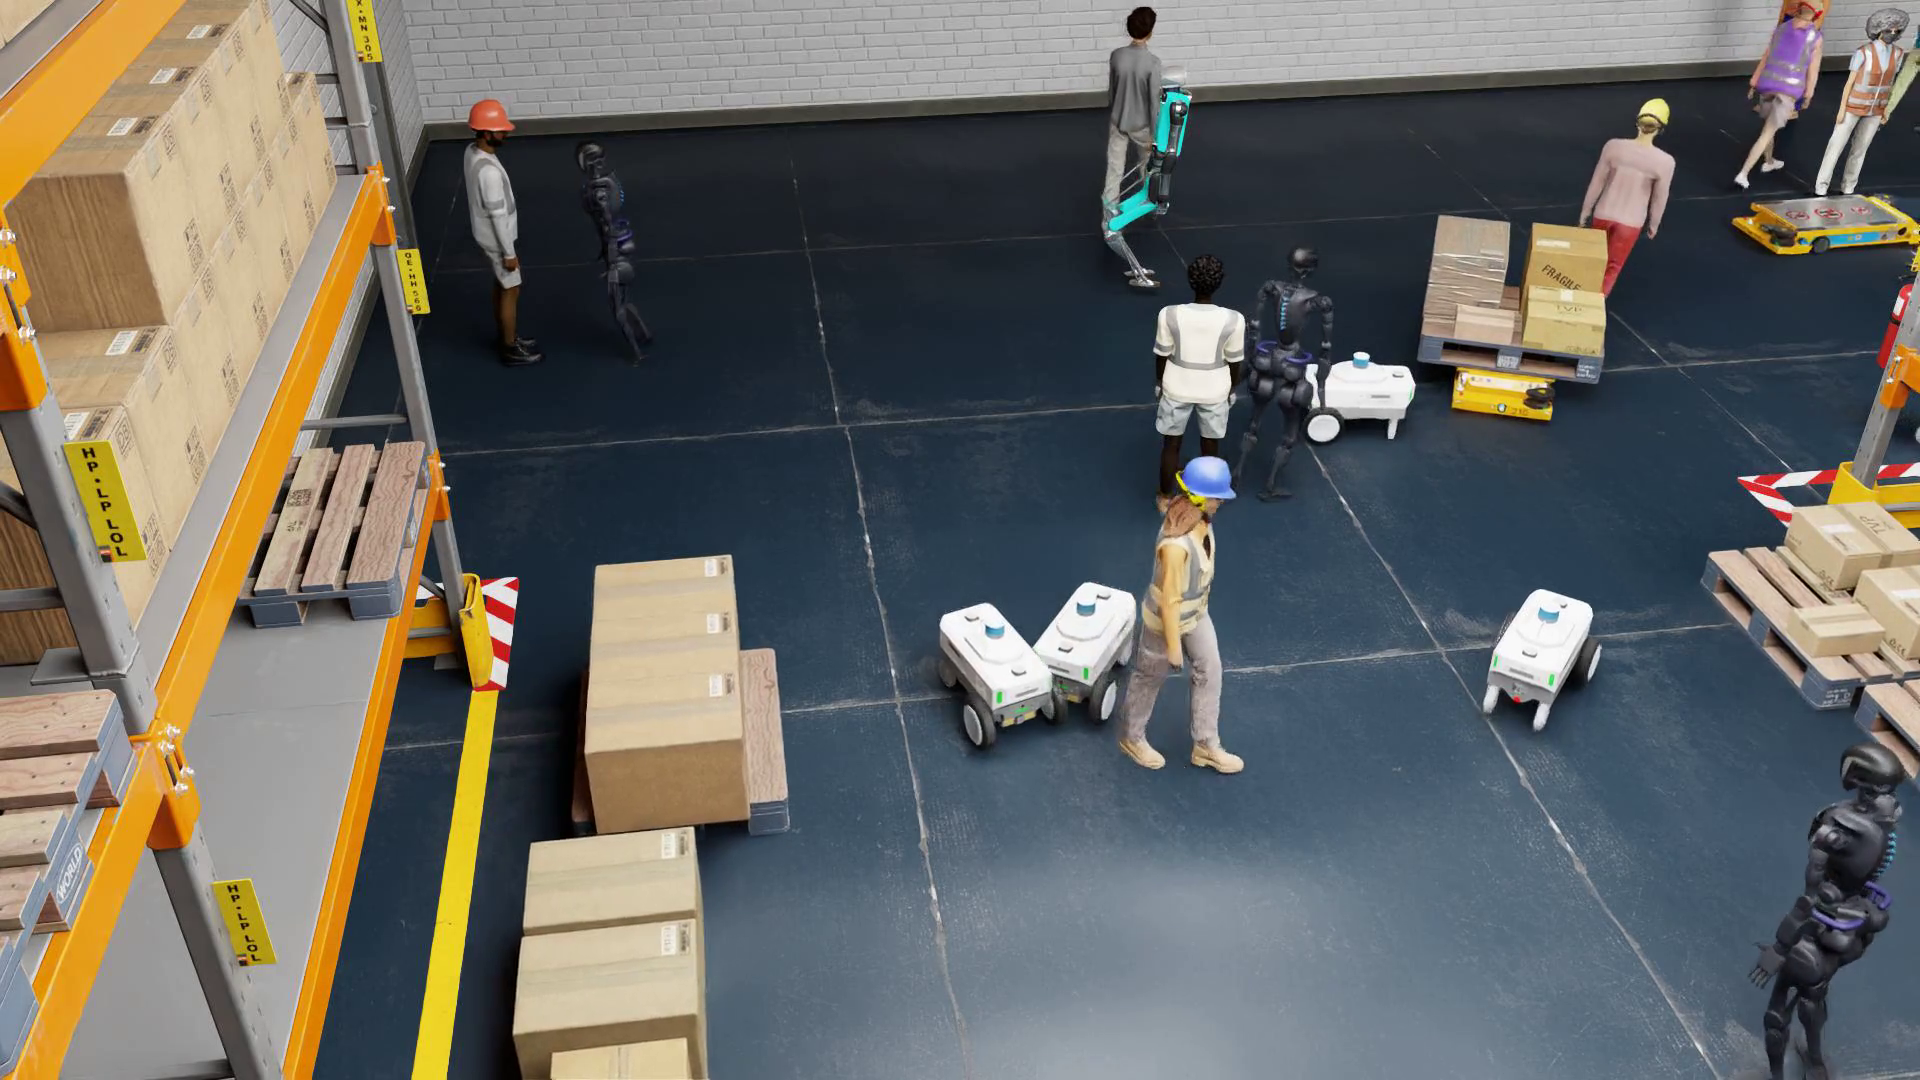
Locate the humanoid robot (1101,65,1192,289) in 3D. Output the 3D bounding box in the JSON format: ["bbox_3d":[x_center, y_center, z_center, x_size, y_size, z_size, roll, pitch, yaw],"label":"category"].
[{"bbox_3d":[1.336,-2.736,12.579,0.735,1.677,0.533,0,33,-1],"label":"humanoid robot"}]

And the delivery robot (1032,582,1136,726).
[{"bbox_3d":[0.648,0.546,8.727,0.499,0.565,0.745,15,36,22],"label":"delivery robot"}]

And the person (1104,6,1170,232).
[{"bbox_3d":[1.466,-3.476,13.732,0.537,1.858,0.941,16,36,23],"label":"person"}]

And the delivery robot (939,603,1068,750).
[{"bbox_3d":[0.184,0.670,8.569,0.499,0.601,0.805,-15,36,-22],"label":"delivery robot"}]

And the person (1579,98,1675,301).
[{"bbox_3d":[4.806,-2.336,12.079,0.540,1.741,0.411,25,41,33],"label":"person"}]

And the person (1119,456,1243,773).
[{"bbox_3d":[1.123,0.398,7.888,0.752,1.738,0.541,19,37,26],"label":"person"}]

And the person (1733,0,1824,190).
[{"bbox_3d":[7.201,-3.938,14.623,0.924,1.638,0.508,-21,39,-29],"label":"person"}]

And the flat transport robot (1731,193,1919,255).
[{"bbox_3d":[7.294,-2.637,13.893,1.431,0.231,0.659,-6,34,-9],"label":"flat transport robot"}]

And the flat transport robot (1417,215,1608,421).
[{"bbox_3d":[3.873,-1.290,11.829,0.659,0.231,1.431,9,34,14],"label":"flat transport robot"}]

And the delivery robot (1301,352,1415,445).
[{"bbox_3d":[2.597,-0.959,11.078,0.786,0.614,0.524,1,33,2],"label":"delivery robot"}]

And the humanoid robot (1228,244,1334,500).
[{"bbox_3d":[1.950,-1.020,10.132,0.603,1.635,0.362,26,41,33],"label":"humanoid robot"}]

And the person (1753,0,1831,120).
[{"bbox_3d":[8.130,-5.069,16.070,0.404,1.972,0.518,-11,35,-17],"label":"person"}]

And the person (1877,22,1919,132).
[{"bbox_3d":[9.122,-4.676,15.705,0.907,1.690,0.547,-6,34,-9],"label":"person"}]

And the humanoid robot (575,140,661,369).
[{"bbox_3d":[-2.375,-2.017,11.666,0.461,1.651,0.596,-9,34,-13],"label":"humanoid robot"}]

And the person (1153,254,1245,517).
[{"bbox_3d":[1.403,-0.892,9.915,0.533,1.693,0.320,6,34,9],"label":"person"}]

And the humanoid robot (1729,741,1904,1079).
[{"bbox_3d":[3.282,1.477,6.313,0.615,1.642,0.359,-20,38,-28],"label":"humanoid robot"}]

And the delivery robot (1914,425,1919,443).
[{"bbox_3d":[6.712,-0.816,10.829,0.768,0.581,0.499,23,40,31],"label":"delivery robot"}]

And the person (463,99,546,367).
[{"bbox_3d":[-3.195,-2.126,11.599,0.379,1.926,0.547,-15,36,-22],"label":"person"}]

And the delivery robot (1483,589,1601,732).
[{"bbox_3d":[3.039,0.586,8.709,0.499,0.612,0.815,20,38,27],"label":"delivery robot"}]

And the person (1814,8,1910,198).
[{"bbox_3d":[7.705,-3.687,14.199,0.435,1.690,0.312,-2,33,-4],"label":"person"}]
